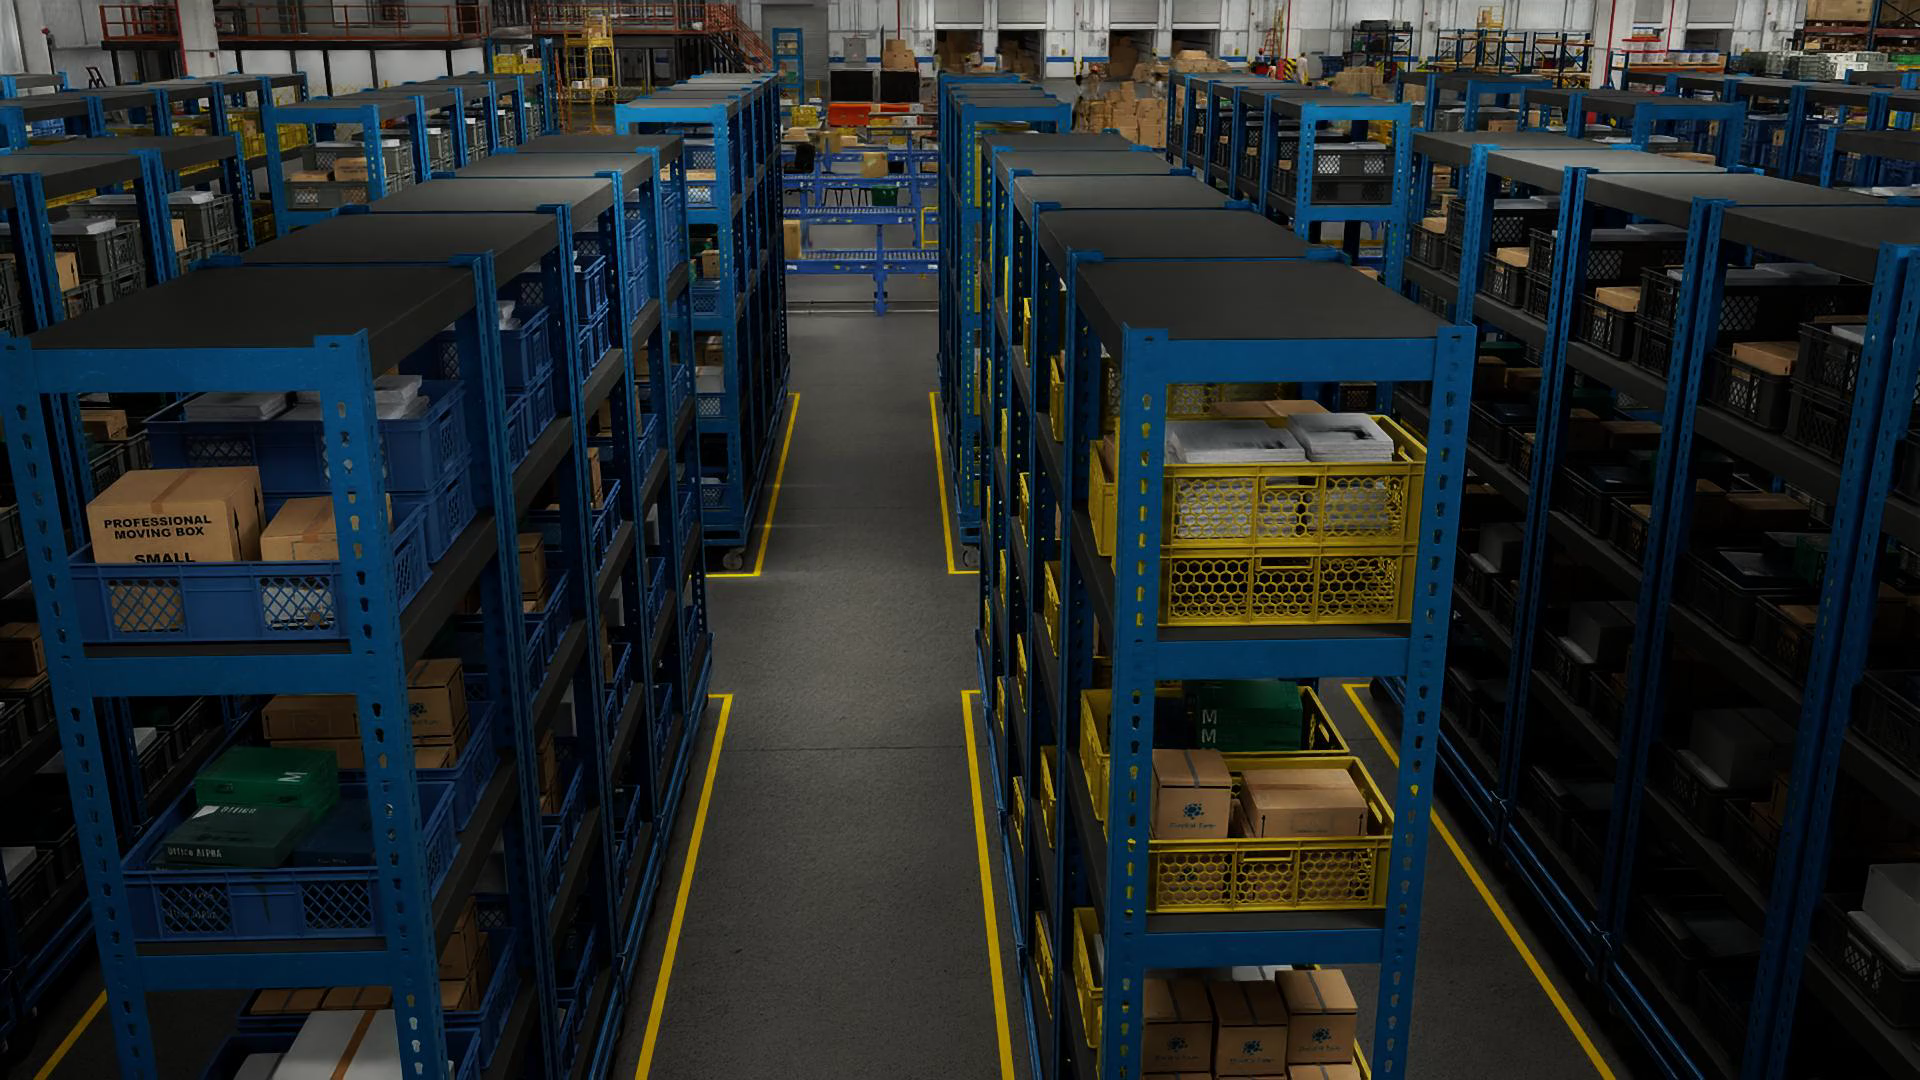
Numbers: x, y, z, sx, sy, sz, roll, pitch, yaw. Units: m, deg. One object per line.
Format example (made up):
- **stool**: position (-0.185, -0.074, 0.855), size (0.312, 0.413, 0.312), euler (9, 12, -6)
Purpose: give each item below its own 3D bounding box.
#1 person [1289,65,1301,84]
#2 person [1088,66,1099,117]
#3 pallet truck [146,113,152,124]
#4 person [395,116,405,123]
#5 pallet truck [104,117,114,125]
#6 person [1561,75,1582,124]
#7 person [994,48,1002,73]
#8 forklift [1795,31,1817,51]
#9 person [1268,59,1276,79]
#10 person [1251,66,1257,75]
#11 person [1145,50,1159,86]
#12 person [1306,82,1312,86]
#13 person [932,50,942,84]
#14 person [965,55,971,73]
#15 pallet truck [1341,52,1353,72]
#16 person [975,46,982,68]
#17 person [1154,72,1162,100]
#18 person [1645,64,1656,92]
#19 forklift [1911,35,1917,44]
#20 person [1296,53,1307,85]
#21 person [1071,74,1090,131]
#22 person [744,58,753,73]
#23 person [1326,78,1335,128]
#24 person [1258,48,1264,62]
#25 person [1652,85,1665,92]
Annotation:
- **person**: position (13.763, -18.652, 68.651), size (0.713, 1.840, 0.539), euler (-14, 23, -37)
- **person**: position (5.240, -17.546, 65.066), size (0.355, 1.940, 0.542), euler (-14, 22, -36)
- **pallet truck**: position (-18.087, -8.309, 36.390), size (1.885, 1.965, 0.823), euler (-1, 18, -4)
- **person**: position (-14.470, -10.571, 43.367), size (0.832, 2.021, 0.615), euler (-7, 19, -21)
- **pallet truck**: position (-18.367, -7.885, 35.078), size (1.885, 1.965, 0.823), euler (1, 18, 2)
- **person**: position (20.159, -14.306, 54.878), size (0.688, 2.000, 0.536), euler (10, 20, 28)
- **person**: position (2.000, -25.792, 90.624), size (0.864, 1.911, 0.647), euler (13, 22, 35)
- **forklift**: position (45.899, -26.245, 90.478), size (1.129, 2.768, 1.873), euler (-1, 18, -2)
- **person**: position (15.095, -22.397, 80.481), size (0.321, 1.692, 0.534), euler (17, 24, 42)
- **person**: position (11.784, -17.973, 66.505), size (0.999, 1.863, 0.608), euler (-10, 21, -29)
- **person**: position (10.488, -25.393, 89.464), size (1.034, 1.871, 0.606), euler (17, 24, 42)
- **person**: position (11.915, -14.858, 57.146), size (0.320, 1.692, 0.534), euler (7, 19, 19)
- **person**: position (-1.277, -25.991, 91.397), size (0.500, 1.820, 0.674), euler (17, 24, 42)
- **person**: position (0.394, -23.633, 84.217), size (0.312, 1.744, 0.487), euler (-9, 20, -26)
- **pallet truck**: position (18.794, -23.123, 82.231), size (0.823, 1.965, 1.885), euler (-13, 22, -35)
- **person**: position (1.063, -26.838, 93.766), size (0.571, 1.972, 0.651), euler (3, 18, 8)
- **person**: position (7.229, -16.217, 61.089), size (0.430, 1.852, 0.525), euler (4, 18, 11)
- **person**: position (30.785, -20.422, 74.076), size (0.574, 1.876, 0.355), euler (-7, 19, -21)
- **forklift**: position (50.031, -25.168, 87.146), size (1.129, 2.768, 1.873), euler (-10, 20, -29)
- **person**: position (17.062, -23.378, 83.130), size (0.372, 1.931, 0.629), euler (-16, 24, -40)
- **person**: position (4.186, -15.179, 57.765), size (0.879, 1.933, 0.598), euler (-5, 19, -16)
- **person**: position (-9.815, -21.261, 76.668), size (0.617, 1.870, 0.413), euler (-4, 18, -12)
- **person**: position (13.115, -15.520, 59.094), size (0.438, 1.747, 0.544), euler (13, 22, 35)
- **person**: position (16.328, -25.723, 90.371), size (0.360, 1.939, 0.543), euler (0, 18, 0)
- **person**: position (26.768, -17.060, 63.606), size (0.587, 1.914, 0.392), euler (7, 19, 21)
